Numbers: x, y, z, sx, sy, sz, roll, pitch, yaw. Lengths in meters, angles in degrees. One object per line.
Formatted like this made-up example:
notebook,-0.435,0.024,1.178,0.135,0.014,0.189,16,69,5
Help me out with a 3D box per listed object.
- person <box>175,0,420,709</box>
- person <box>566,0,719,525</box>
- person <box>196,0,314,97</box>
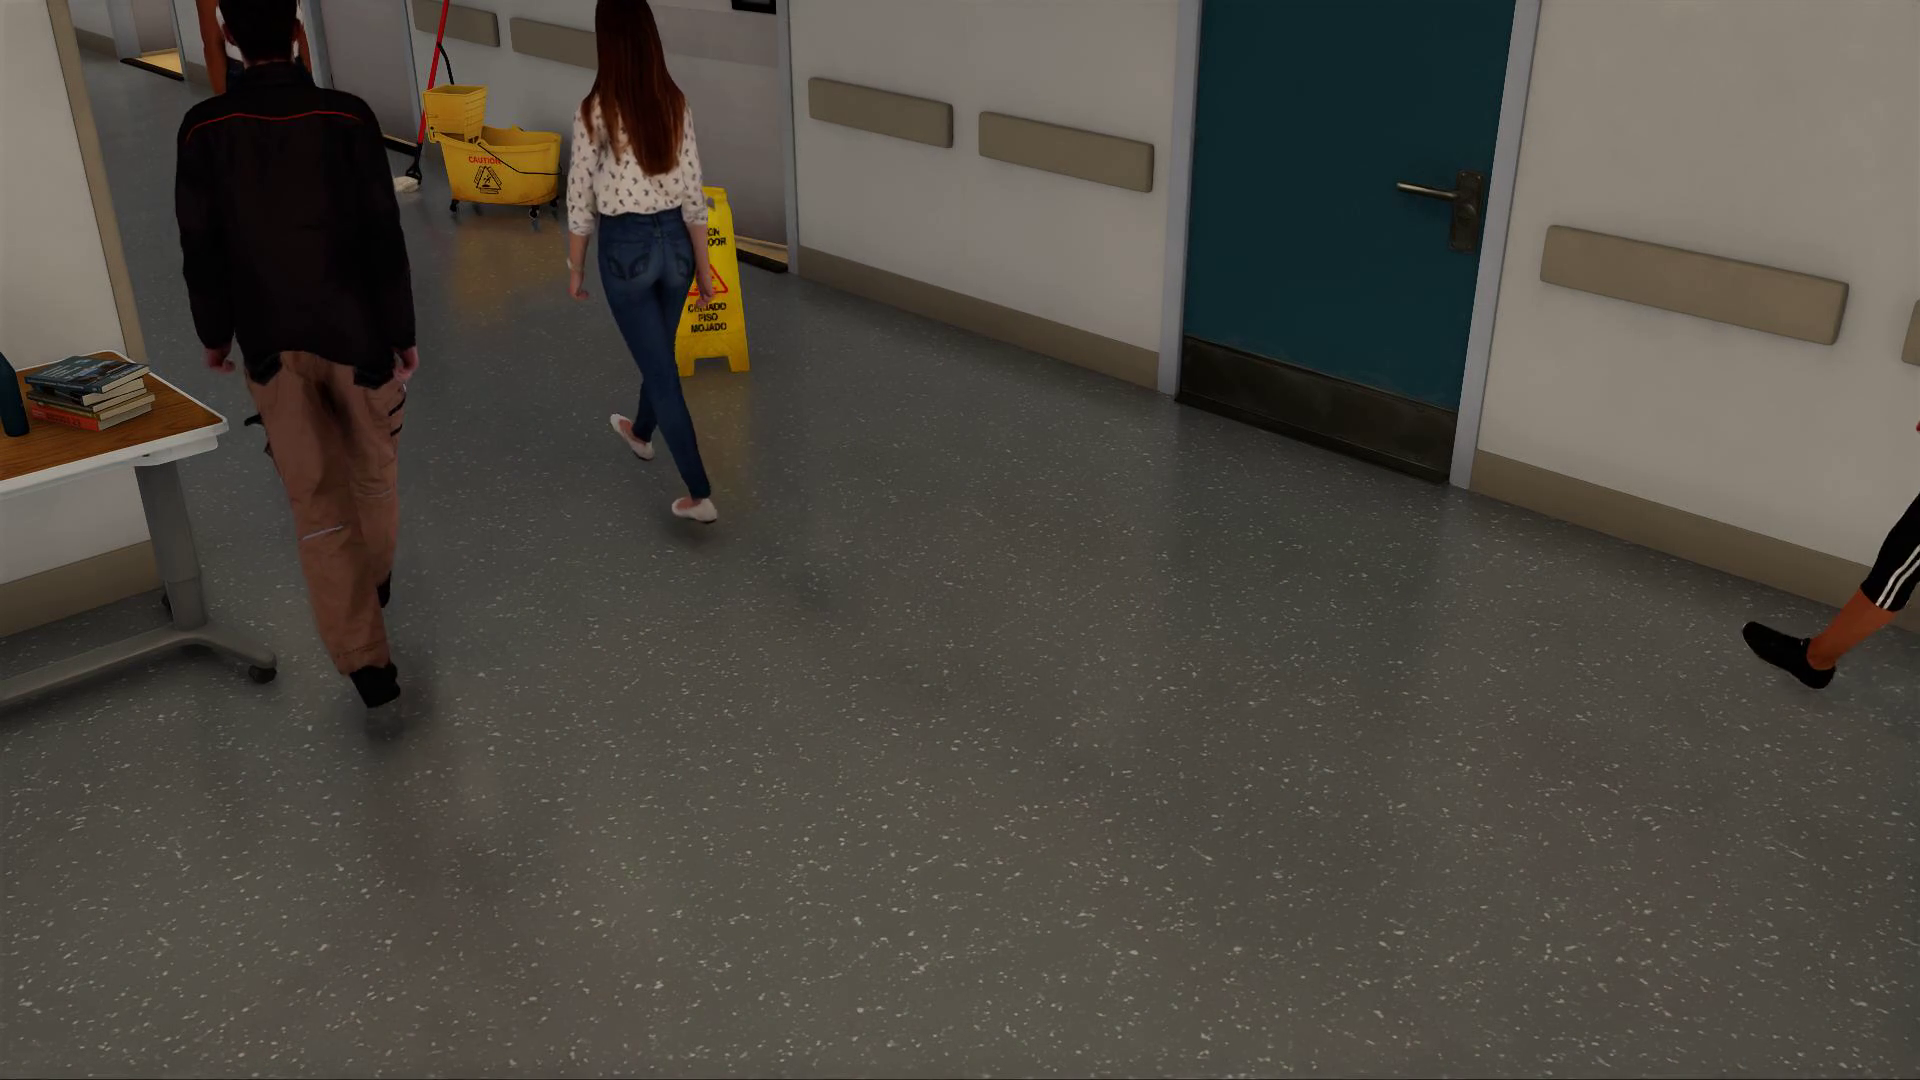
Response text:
person,-1.671,-0.453,4.335,1.049,1.876,1.353,-10,27,-19
person,-0.974,-0.858,5.401,0.687,1.681,1.173,-18,31,-33
person,-3.218,-2.045,7.714,0.635,1.809,0.587,-22,34,-38
